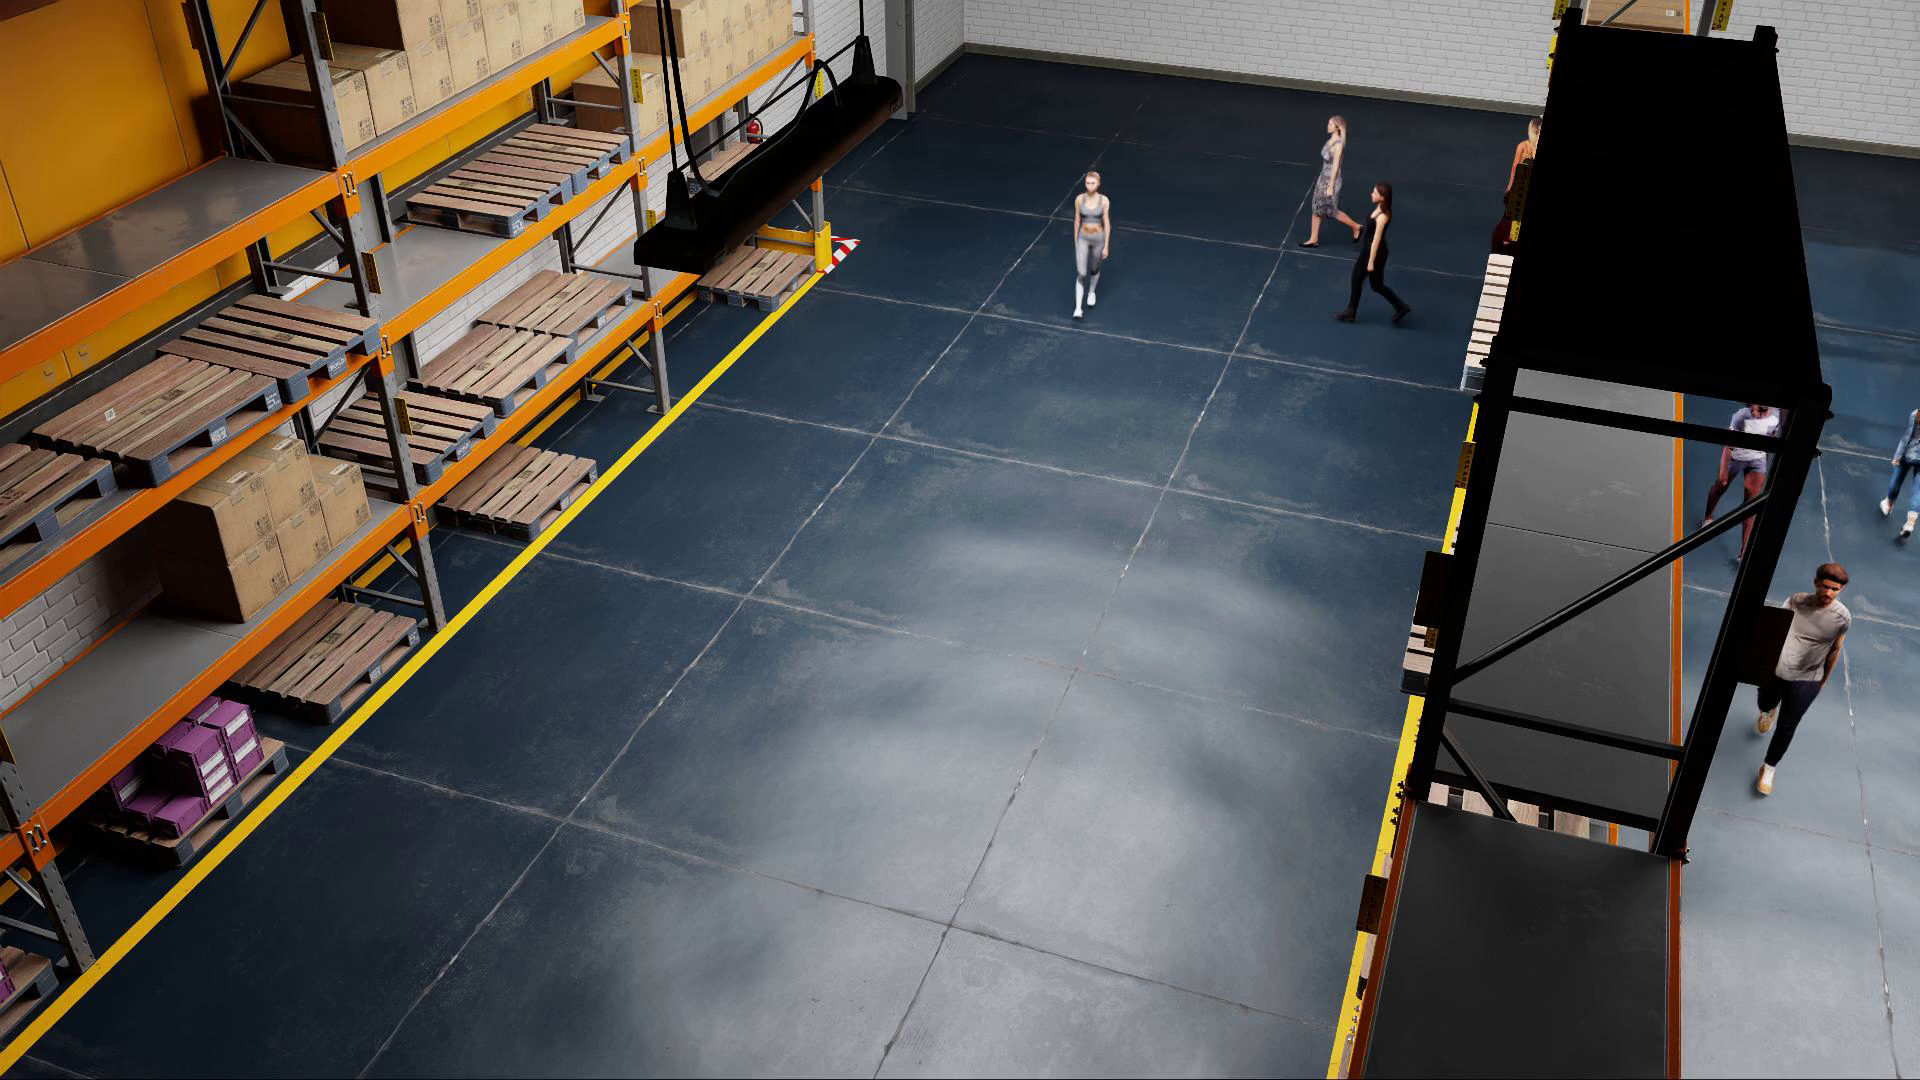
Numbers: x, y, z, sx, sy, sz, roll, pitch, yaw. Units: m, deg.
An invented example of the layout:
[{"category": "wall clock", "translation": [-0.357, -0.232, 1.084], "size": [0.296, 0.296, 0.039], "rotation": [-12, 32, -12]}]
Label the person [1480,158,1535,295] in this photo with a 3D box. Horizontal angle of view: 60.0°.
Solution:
[{"category": "person", "translation": [6.401, -3.460, 18.920], "size": [1.077, 1.733, 1.071], "rotation": [-21, 39, -28]}]

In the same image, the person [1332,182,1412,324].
[{"category": "person", "translation": [4.694, -3.154, 18.523], "size": [0.787, 1.664, 1.065], "rotation": [5, 34, 7]}]

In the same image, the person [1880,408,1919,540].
[{"category": "person", "translation": [8.681, -0.708, 15.034], "size": [0.579, 1.452, 0.955], "rotation": [11, 35, 16]}]

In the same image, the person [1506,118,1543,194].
[{"category": "person", "translation": [6.936, -4.376, 20.394], "size": [0.649, 1.627, 0.649], "rotation": [-5, 34, -7]}]

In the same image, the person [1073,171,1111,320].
[{"category": "person", "translation": [1.507, -3.380, 18.871], "size": [0.728, 1.655, 1.146], "rotation": [4, 34, 6]}]

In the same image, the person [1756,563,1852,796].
[{"category": "person", "translation": [6.126, 0.915, 12.213], "size": [0.794, 1.872, 1.176], "rotation": [19, 38, 26]}]

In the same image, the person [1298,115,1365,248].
[{"category": "person", "translation": [4.611, -4.336, 20.281], "size": [0.895, 1.686, 1.024], "rotation": [-2, 34, -3]}]

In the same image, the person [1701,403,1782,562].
[{"category": "person", "translation": [6.941, -0.705, 14.830], "size": [0.855, 1.672, 1.239], "rotation": [1, 34, 2]}]
